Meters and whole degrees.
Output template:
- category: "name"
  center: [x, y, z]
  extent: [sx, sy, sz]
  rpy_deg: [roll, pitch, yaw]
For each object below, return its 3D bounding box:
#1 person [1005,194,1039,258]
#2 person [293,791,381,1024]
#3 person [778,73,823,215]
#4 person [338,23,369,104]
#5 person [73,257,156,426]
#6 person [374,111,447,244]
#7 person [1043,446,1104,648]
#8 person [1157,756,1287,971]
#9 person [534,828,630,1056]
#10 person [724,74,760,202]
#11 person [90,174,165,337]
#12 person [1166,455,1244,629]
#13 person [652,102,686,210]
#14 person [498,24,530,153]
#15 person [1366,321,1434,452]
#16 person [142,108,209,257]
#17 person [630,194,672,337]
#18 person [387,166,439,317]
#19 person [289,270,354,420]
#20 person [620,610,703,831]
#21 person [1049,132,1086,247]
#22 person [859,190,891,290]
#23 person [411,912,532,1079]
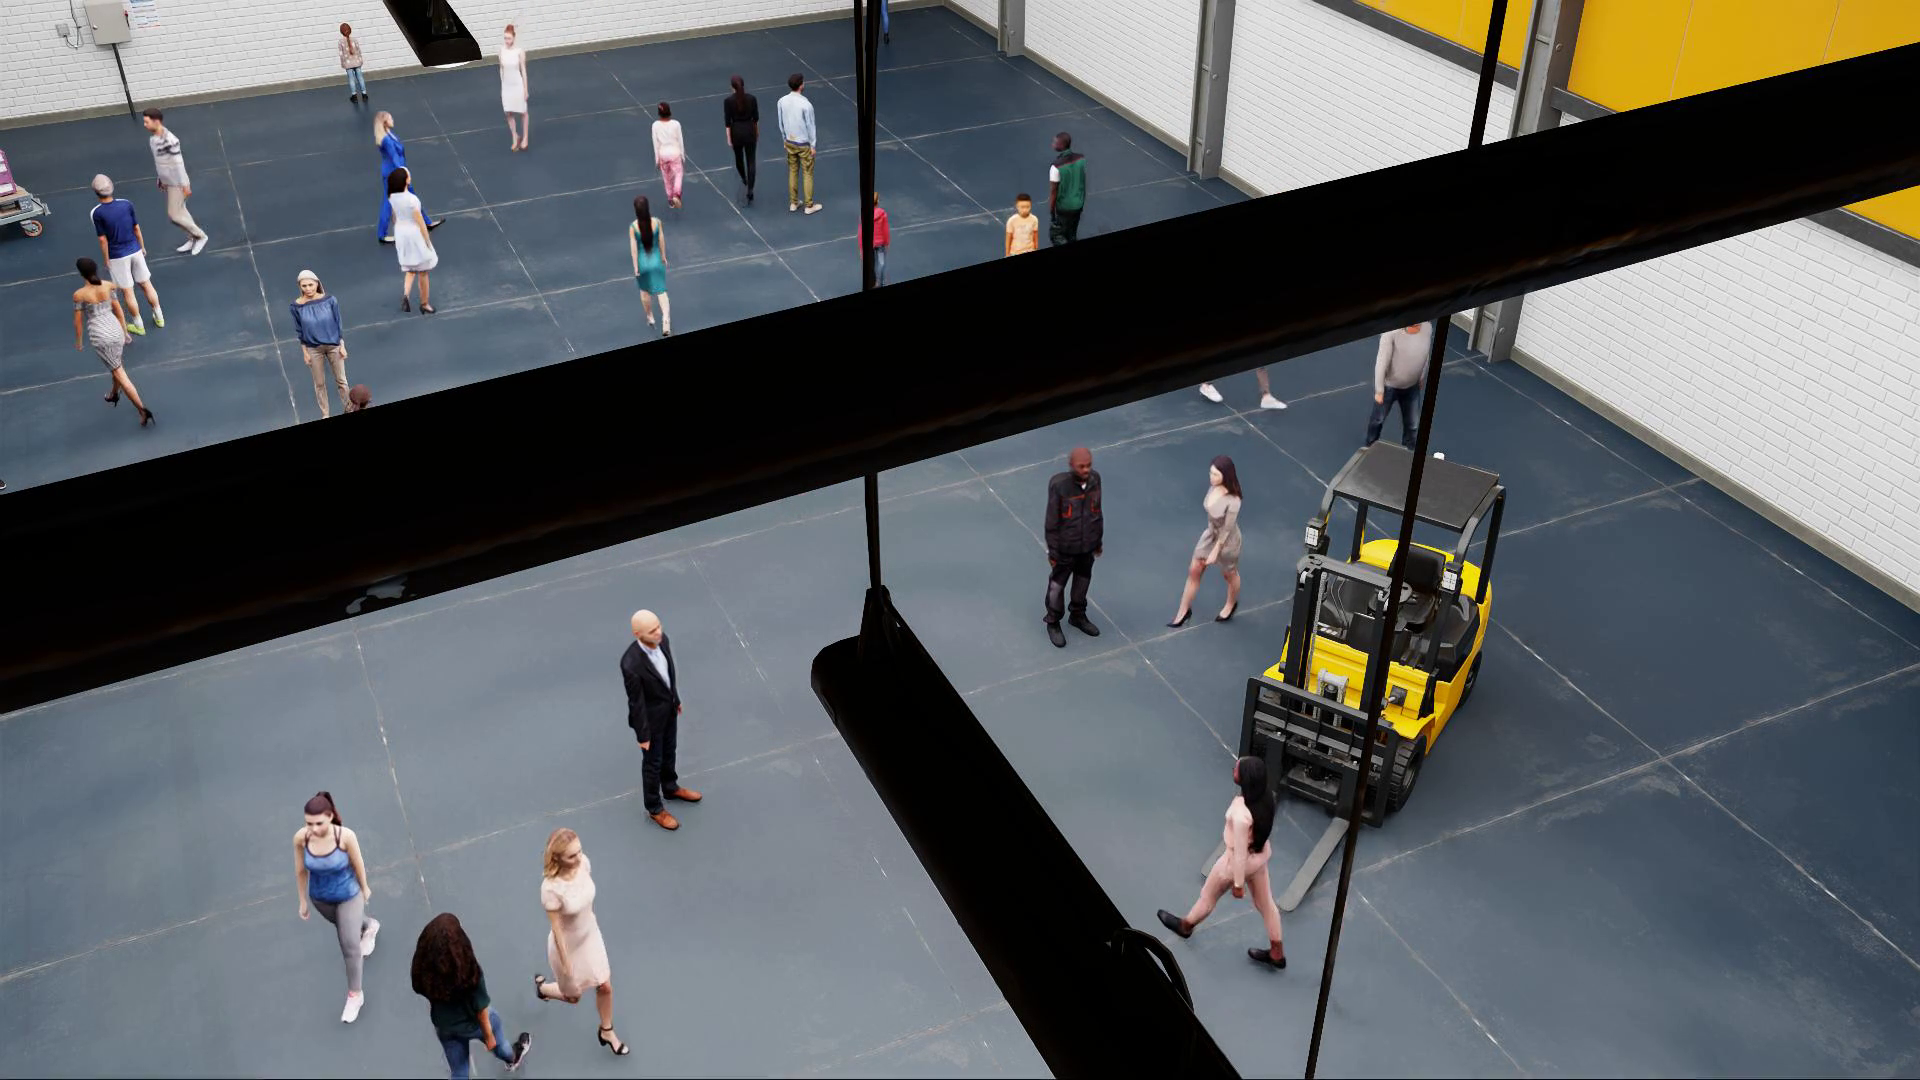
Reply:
- category: "person"
  center: [0.702, -3.301, 19.108]
  extent: [0.736, 1.439, 0.992]
  rpy_deg: [-4, 34, -6]
- category: "person"
  center: [-3.977, 2.227, 10.666]
  extent: [0.905, 1.578, 1.115]
  rpy_deg: [3, 34, 4]
- category: "person"
  center: [-2.077, -5.135, 21.530]
  extent: [0.703, 1.811, 0.818]
  rpy_deg: [18, 38, 25]
- category: "person"
  center: [-9.246, -7.265, 25.292]
  extent: [0.489, 1.194, 0.480]
  rpy_deg: [-18, 37, -24]
- category: "person"
  center: [-8.535, -1.954, 16.775]
  extent: [1.164, 1.778, 0.971]
  rpy_deg: [20, 39, 28]
- category: "person"
  center: [-7.134, -4.464, 20.658]
  extent: [0.733, 1.660, 1.034]
  rpy_deg: [-13, 36, -19]
- category: "person"
  center: [0.936, 0.001, 13.795]
  extent: [0.703, 1.820, 0.604]
  rpy_deg: [-17, 37, -23]
- category: "person"
  center: [1.917, 2.123, 10.736]
  extent: [1.230, 1.673, 1.054]
  rpy_deg: [19, 38, 26]
- category: "person"
  center: [-2.417, 2.435, 10.145]
  extent: [1.046, 1.807, 0.865]
  rpy_deg: [20, 39, 28]
- category: "person"
  center: [-2.835, -5.247, 21.879]
  extent: [0.810, 1.612, 1.139]
  rpy_deg: [-5, 34, -7]
- category: "person"
  center: [-9.345, -3.199, 18.595]
  extent: [0.692, 1.836, 0.708]
  rpy_deg: [23, 40, 31]
- category: "person"
  center: [2.248, 0.005, 13.889]
  extent: [0.702, 1.710, 0.866]
  rpy_deg: [-16, 37, -23]
- category: "person"
  center: [-3.782, -4.991, 21.653]
  extent: [0.709, 1.437, 0.852]
  rpy_deg: [-1, 34, -2]
- category: "person"
  center: [-6.216, -6.377, 23.422]
  extent: [0.720, 1.785, 0.763]
  rpy_deg: [7, 34, 11]
- category: "person"
  center: [4.192, -1.528, 16.066]
  extent: [0.924, 1.854, 1.257]
  rpy_deg: [-8, 34, -11]
- category: "person"
  center: [-9.579, -4.430, 20.445]
  extent: [0.832, 1.839, 0.677]
  rpy_deg: [-26, 41, -33]
- category: "person"
  center: [-3.417, -3.012, 18.469]
  extent: [0.566, 1.665, 0.935]
  rpy_deg: [-14, 36, -20]
- category: "person"
  center: [-6.247, -3.313, 18.796]
  extent: [0.941, 1.804, 0.987]
  rpy_deg: [15, 36, 21]
- category: "person"
  center: [-6.444, -1.942, 16.830]
  extent: [0.599, 1.697, 0.542]
  rpy_deg: [-15, 36, -21]
- category: "person"
  center: [-2.187, 1.244, 11.943]
  extent: [0.815, 1.800, 0.763]
  rpy_deg: [13, 36, 18]
- category: "person"
  center: [1.313, -3.910, 19.677]
  extent: [0.778, 1.824, 0.891]
  rpy_deg: [-18, 37, -24]
- category: "person"
  center: [-0.999, -3.437, 19.432]
  extent: [0.732, 1.305, 0.861]
  rpy_deg: [2, 34, 3]
- category: "person"
  center: [-2.928, 2.870, 9.684]
  extent: [0.921, 1.594, 1.049]
  rpy_deg: [6, 34, 8]
